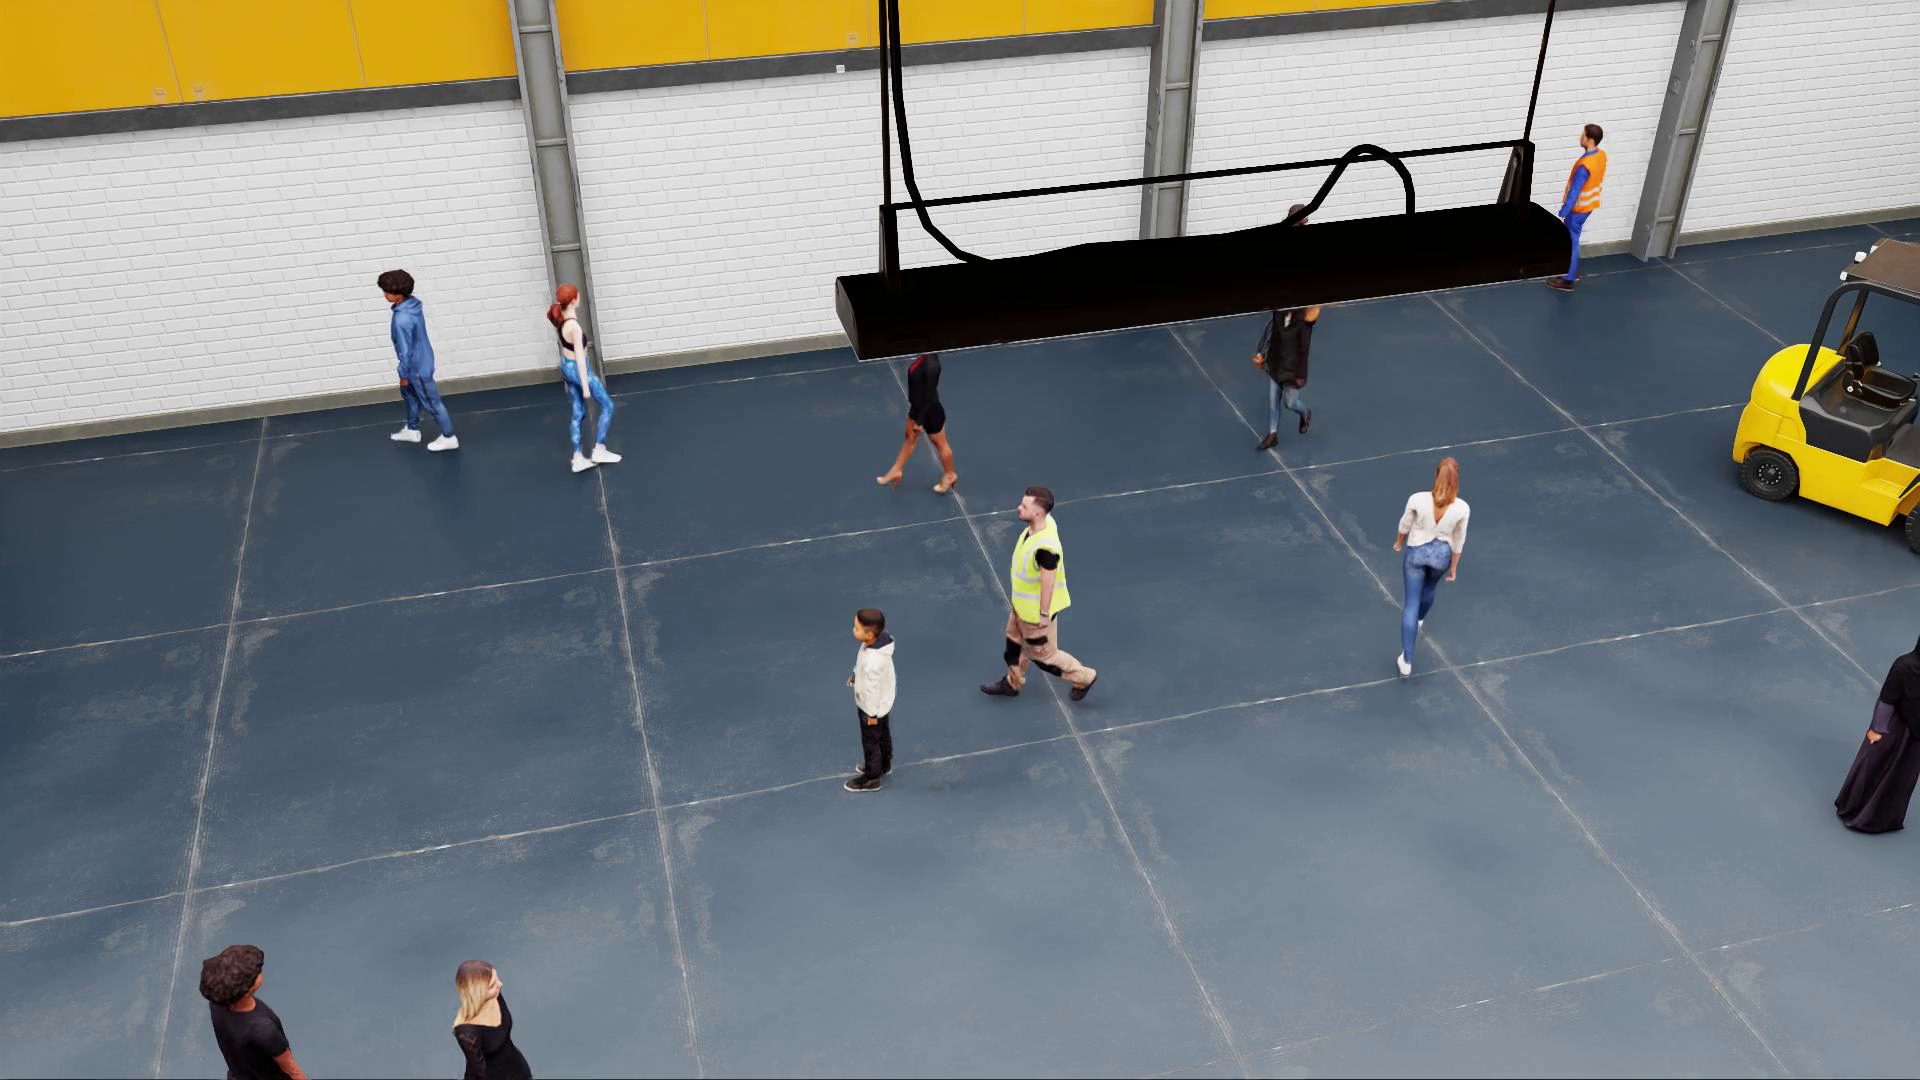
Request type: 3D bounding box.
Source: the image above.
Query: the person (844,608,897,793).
[{"bbox_3d":[-0.527,1.048,11.199,0.680,1.446,0.670,1,34,1],"label":"person"}]

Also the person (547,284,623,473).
[{"bbox_3d":[-3.417,-1.375,14.551,0.775,1.771,0.707,-25,41,-32],"label":"person"}]

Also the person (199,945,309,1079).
[{"bbox_3d":[-3.543,2.763,8.317,0.855,1.781,0.929,22,40,30],"label":"person"}]

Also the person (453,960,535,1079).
[{"bbox_3d":[-2.441,2.732,8.468,0.766,1.665,0.690,5,34,7],"label":"person"}]

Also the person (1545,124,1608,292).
[{"bbox_3d":[6.657,-3.505,17.681,0.911,1.854,0.834,22,39,29],"label":"person"}]

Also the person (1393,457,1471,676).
[{"bbox_3d":[3.434,0.215,12.248,1.170,1.671,1.023,6,34,9],"label":"person"}]

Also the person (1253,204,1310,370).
[{"bbox_3d":[3.072,-2.359,15.998,0.834,1.808,0.814,-21,39,-28],"label":"person"}]

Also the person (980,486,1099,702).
[{"bbox_3d":[0.602,0.420,11.802,1.141,1.825,0.842,-2,34,-3],"label":"person"}]

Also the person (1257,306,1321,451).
[{"bbox_3d":[3.000,-1.578,14.989,0.960,1.624,0.823,-25,41,-33],"label":"person"}]

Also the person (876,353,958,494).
[{"bbox_3d":[-0.193,-1.087,14.261,0.943,1.613,0.648,-5,34,-8],"label":"person"}]

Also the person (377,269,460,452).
[{"bbox_3d":[-4.767,-1.589,14.863,0.911,1.782,0.759,-3,34,-5],"label":"person"}]

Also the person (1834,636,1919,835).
[{"bbox_3d":[6.148,1.203,10.814,0.615,1.615,0.730,1,34,1],"label":"person"}]
